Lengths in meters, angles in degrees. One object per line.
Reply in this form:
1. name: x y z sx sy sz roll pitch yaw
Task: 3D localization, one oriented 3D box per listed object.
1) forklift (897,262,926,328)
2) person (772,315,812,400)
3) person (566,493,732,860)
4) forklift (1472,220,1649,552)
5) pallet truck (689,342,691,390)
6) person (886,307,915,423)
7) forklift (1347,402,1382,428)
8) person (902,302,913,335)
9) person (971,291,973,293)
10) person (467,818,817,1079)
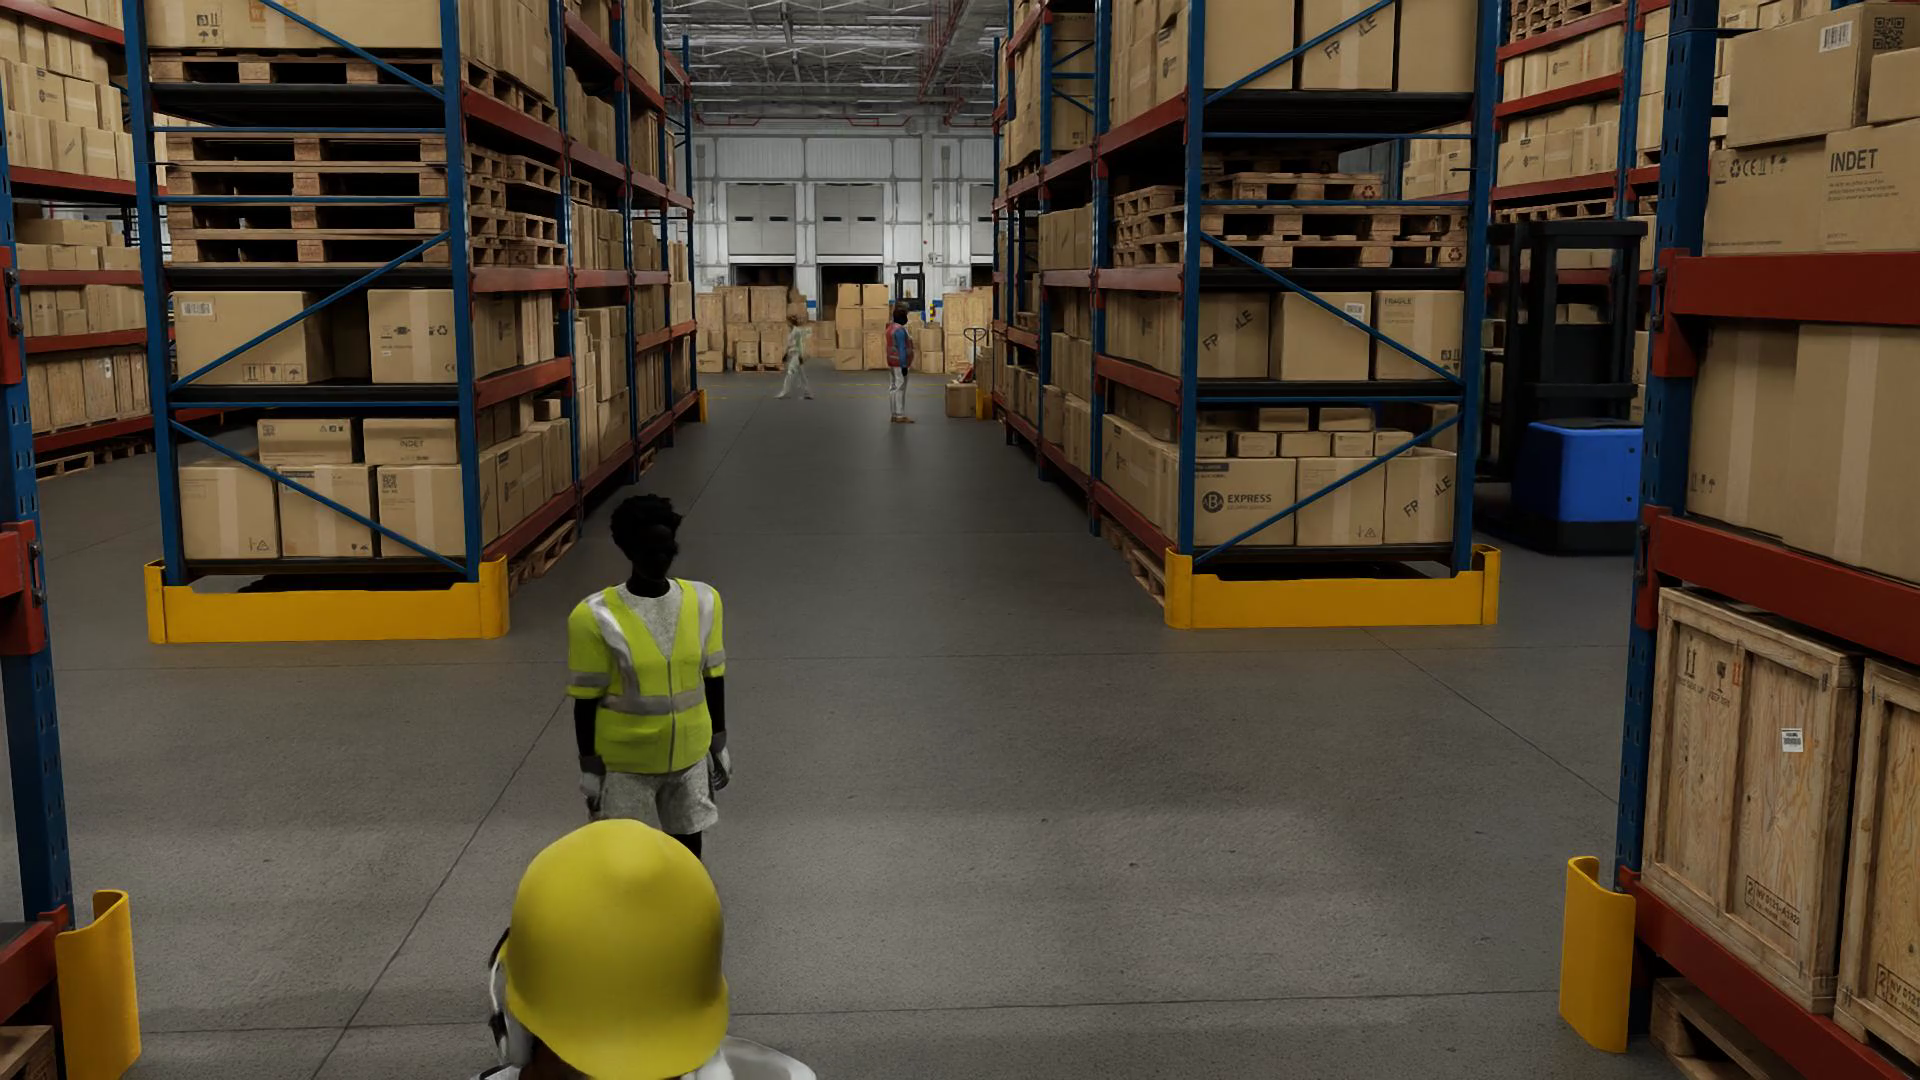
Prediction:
1. forklift: -1.777 -8.547 59.496 1.129 2.768 1.873 -1 9 -4
2. person: -3.180 -3.442 31.432 0.844 1.599 0.515 -3 10 -20
3. person: -0.974 0.687 5.253 0.537 1.690 0.321 -7 11 -36
4. forklift: 5.418 -1.387 14.537 1.129 2.768 1.873 -1 9 -4
5. pallet truck: -5.225 -3.008 27.480 1.885 1.965 0.823 2 9 14
6. person: -0.951 -2.785 26.573 0.429 1.844 0.624 -3 10 -18
7. forklift: 5.407 -2.747 23.076 1.129 2.768 1.873 -5 10 -29
8. person: -1.516 -5.835 46.444 0.839 1.596 0.541 2 9 15
9. person: 0.361 -7.261 54.513 0.714 1.907 0.550 4 10 21
10. person: -0.364 1.172 1.785 0.589 1.822 0.403 -6 11 -34
